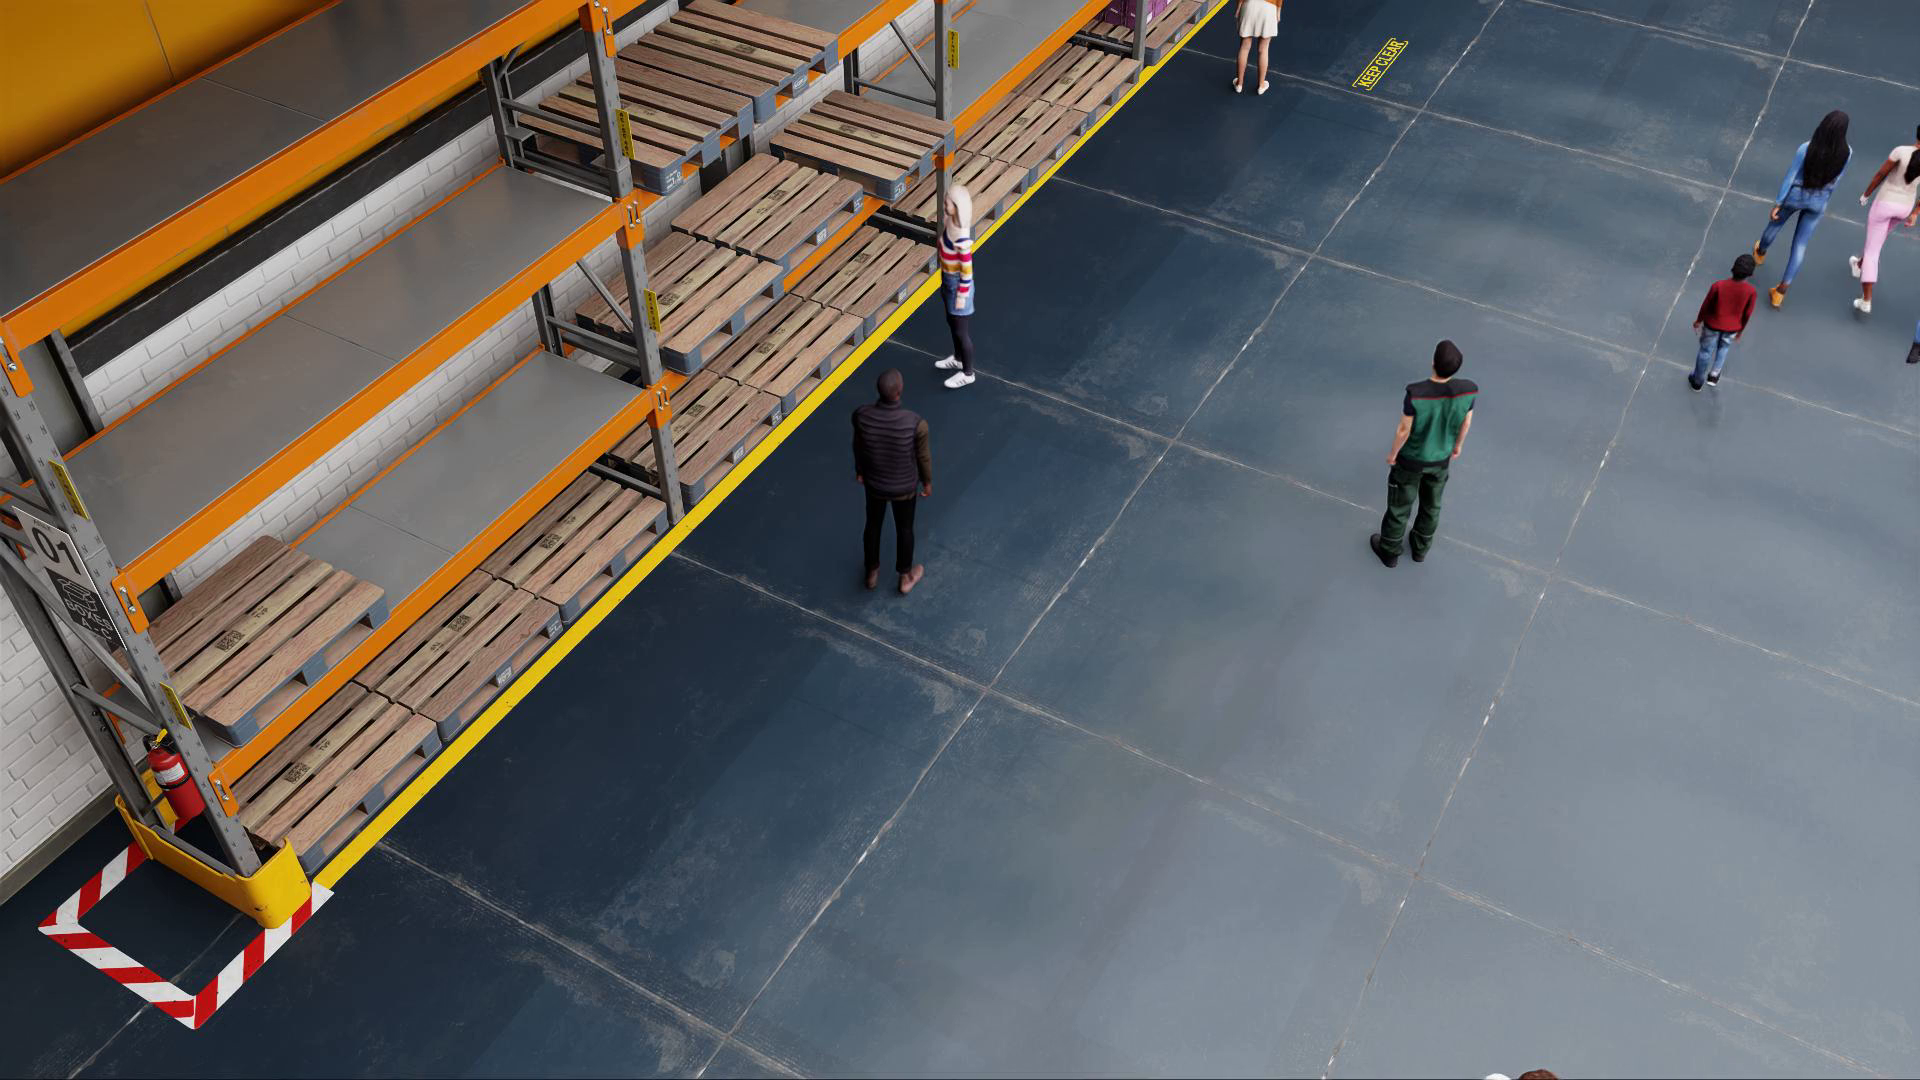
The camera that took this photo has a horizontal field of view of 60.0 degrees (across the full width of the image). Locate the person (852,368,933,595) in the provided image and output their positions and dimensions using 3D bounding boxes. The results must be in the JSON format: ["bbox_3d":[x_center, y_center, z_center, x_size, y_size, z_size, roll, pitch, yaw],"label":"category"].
[{"bbox_3d":[-0.483,-0.392,11.393,0.768,1.830,0.691,9,44,10],"label":"person"}]

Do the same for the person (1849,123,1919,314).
[{"bbox_3d":[7.794,-2.705,13.917,0.886,1.698,1.211,5,44,5],"label":"person"}]

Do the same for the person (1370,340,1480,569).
[{"bbox_3d":[3.226,-0.593,11.552,0.764,1.901,0.799,-7,44,-7],"label":"person"}]

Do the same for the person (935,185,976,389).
[{"bbox_3d":[-0.015,-2.002,13.099,0.756,1.808,0.697,-11,45,-11],"label":"person"}]

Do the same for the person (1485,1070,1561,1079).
[{"bbox_3d":[2.456,2.994,7.827,0.816,1.846,0.740,-7,44,-7],"label":"person"}]

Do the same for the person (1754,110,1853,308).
[{"bbox_3d":[7.095,-2.741,13.969,0.836,1.678,1.163,10,45,10],"label":"person"}]

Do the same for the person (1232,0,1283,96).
[{"bbox_3d":[2.983,-5.288,16.610,0.677,1.723,0.663,9,44,9],"label":"person"}]

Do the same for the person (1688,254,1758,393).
[{"bbox_3d":[6.042,-1.681,13.169,0.566,1.247,0.571,7,44,8],"label":"person"}]
